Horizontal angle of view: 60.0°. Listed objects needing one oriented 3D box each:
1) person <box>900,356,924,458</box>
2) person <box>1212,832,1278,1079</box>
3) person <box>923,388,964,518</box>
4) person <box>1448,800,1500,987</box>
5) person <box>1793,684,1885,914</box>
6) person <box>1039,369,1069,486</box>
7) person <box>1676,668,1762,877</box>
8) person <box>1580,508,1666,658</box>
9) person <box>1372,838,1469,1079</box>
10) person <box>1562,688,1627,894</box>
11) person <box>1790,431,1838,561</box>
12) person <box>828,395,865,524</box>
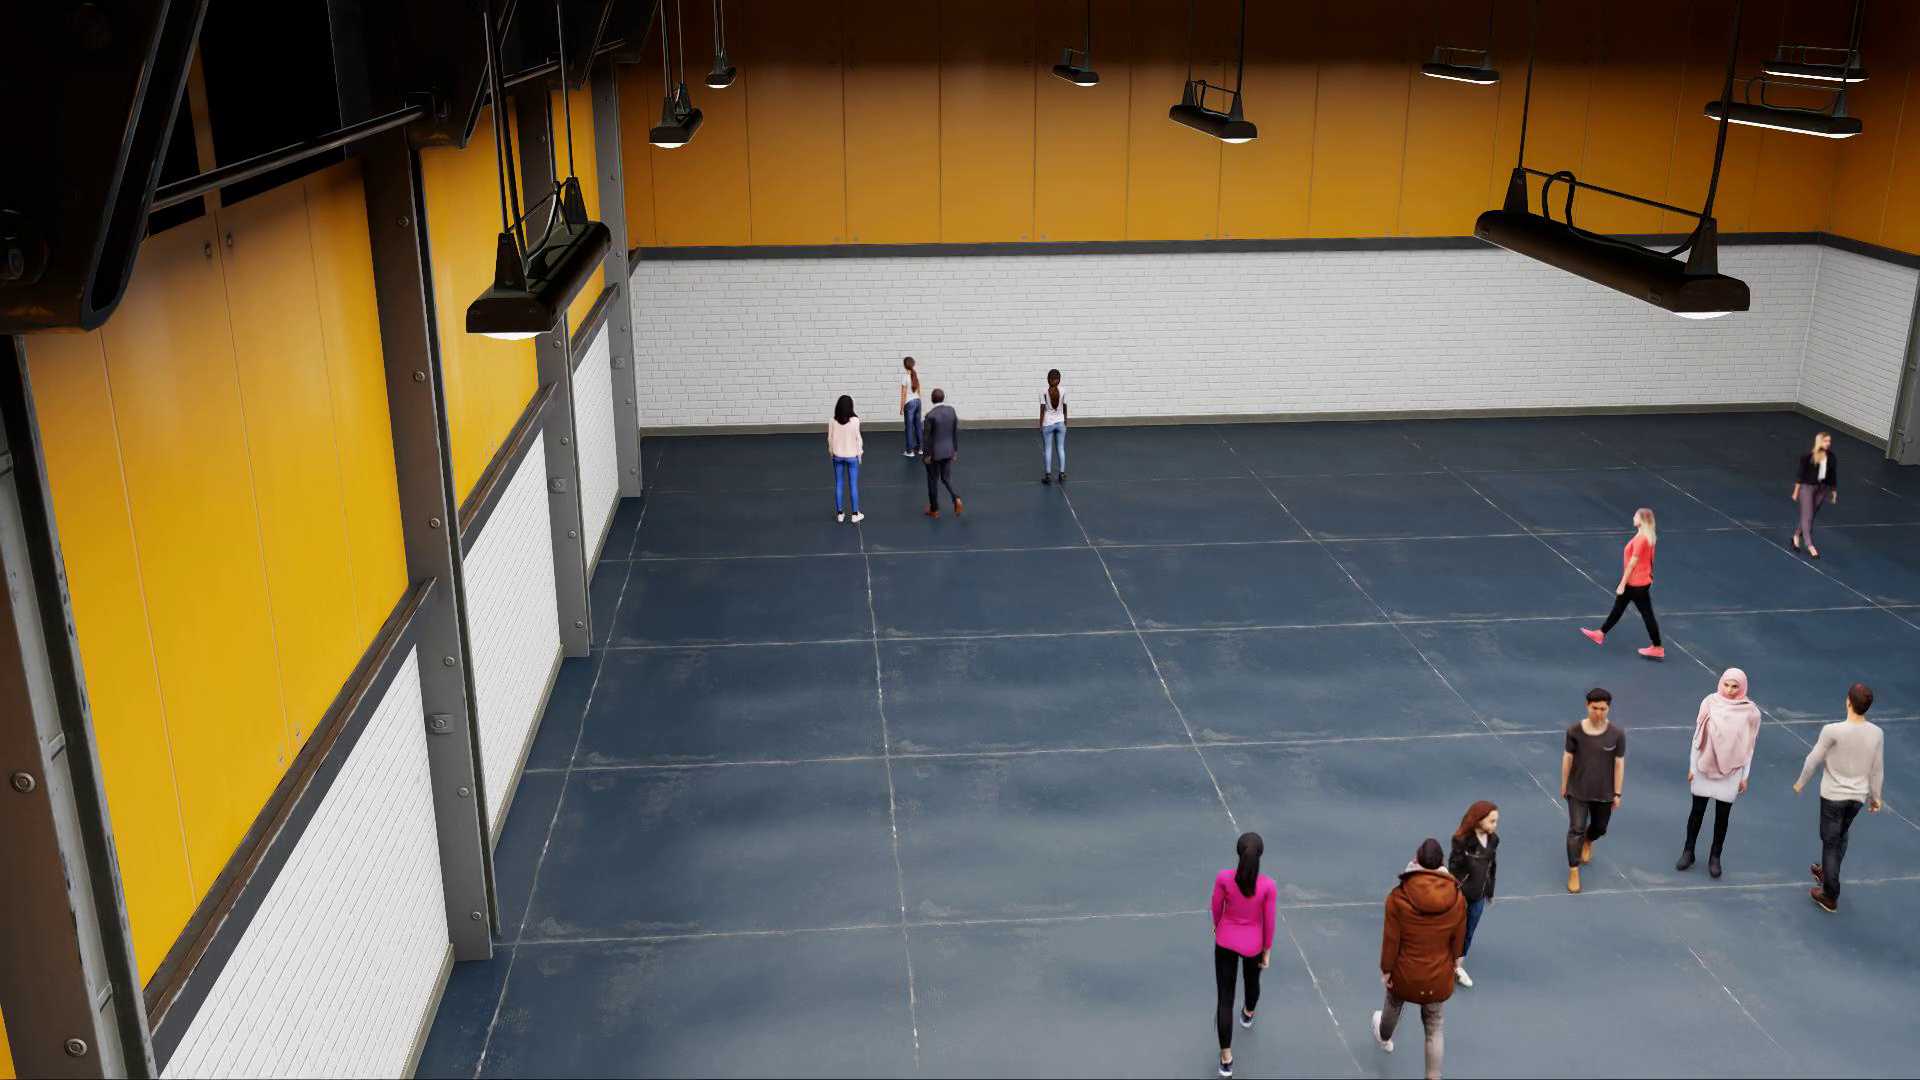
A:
[{"bbox_3d":[-0.751,-2.099,25.894,0.624,1.562,0.659,-14,23,-37],"label":"person"},{"bbox_3d":[1.873,2.800,11.203,0.808,1.655,1.176,4,19,11],"label":"person"},{"bbox_3d":[-0.233,-1.150,22.696,0.951,1.806,1.057,-13,23,-34],"label":"person"},{"bbox_3d":[3.694,2.549,12.240,0.659,1.468,0.710,-5,19,-14],"label":"person"},{"bbox_3d":[6.988,2.069,13.080,0.686,1.842,0.818,-2,19,-5],"label":"person"},{"bbox_3d":[1.374,-1.667,24.368,0.611,1.719,0.554,-4,19,-11],"label":"person"},{"bbox_3d":[6.231,1.894,13.662,0.728,1.803,0.756,10,21,26],"label":"person"},{"bbox_3d":[7.451,0.508,18.032,1.098,1.640,1.142,11,21,29],"label":"person"},{"bbox_3d":[3.018,2.860,10.814,0.800,1.789,1.135,0,19,1],"label":"person"},{"bbox_3d":[5.156,1.979,13.572,0.857,1.699,1.087,5,19,16],"label":"person"},{"bbox_3d":[10.881,-0.596,21.314,0.641,1.637,0.990,-1,19,-2],"label":"person"},{"bbox_3d":[-1.561,-1.114,22.646,0.709,1.769,0.672,5,19,14],"label":"person"}]
